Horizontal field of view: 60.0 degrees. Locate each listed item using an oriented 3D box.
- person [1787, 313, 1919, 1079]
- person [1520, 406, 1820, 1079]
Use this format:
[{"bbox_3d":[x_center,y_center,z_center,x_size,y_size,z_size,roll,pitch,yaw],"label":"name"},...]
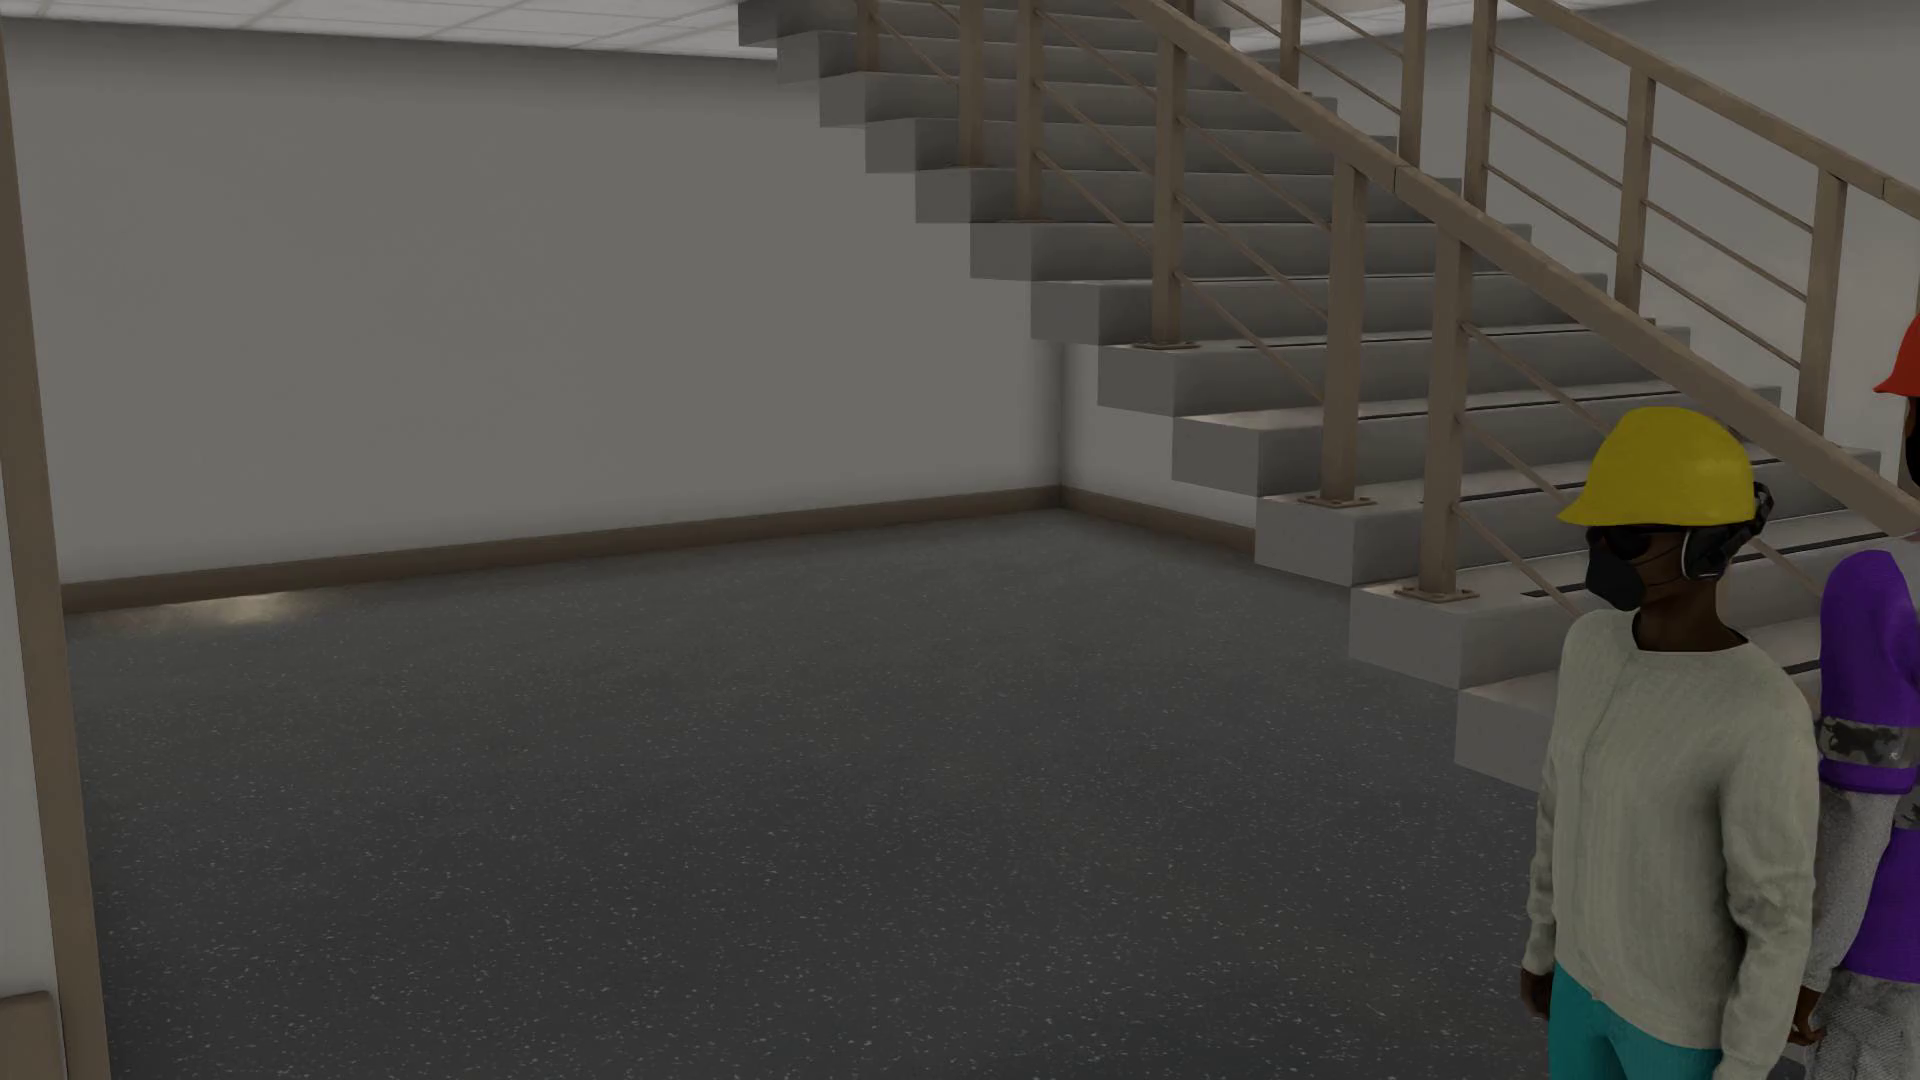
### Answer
[{"bbox_3d":[1.485,0.583,2.549,0.542,1.939,0.362,-3,11,-13],"label":"person"},{"bbox_3d":[1.005,0.684,2.472,0.328,1.769,0.526,-2,11,-13],"label":"person"}]
